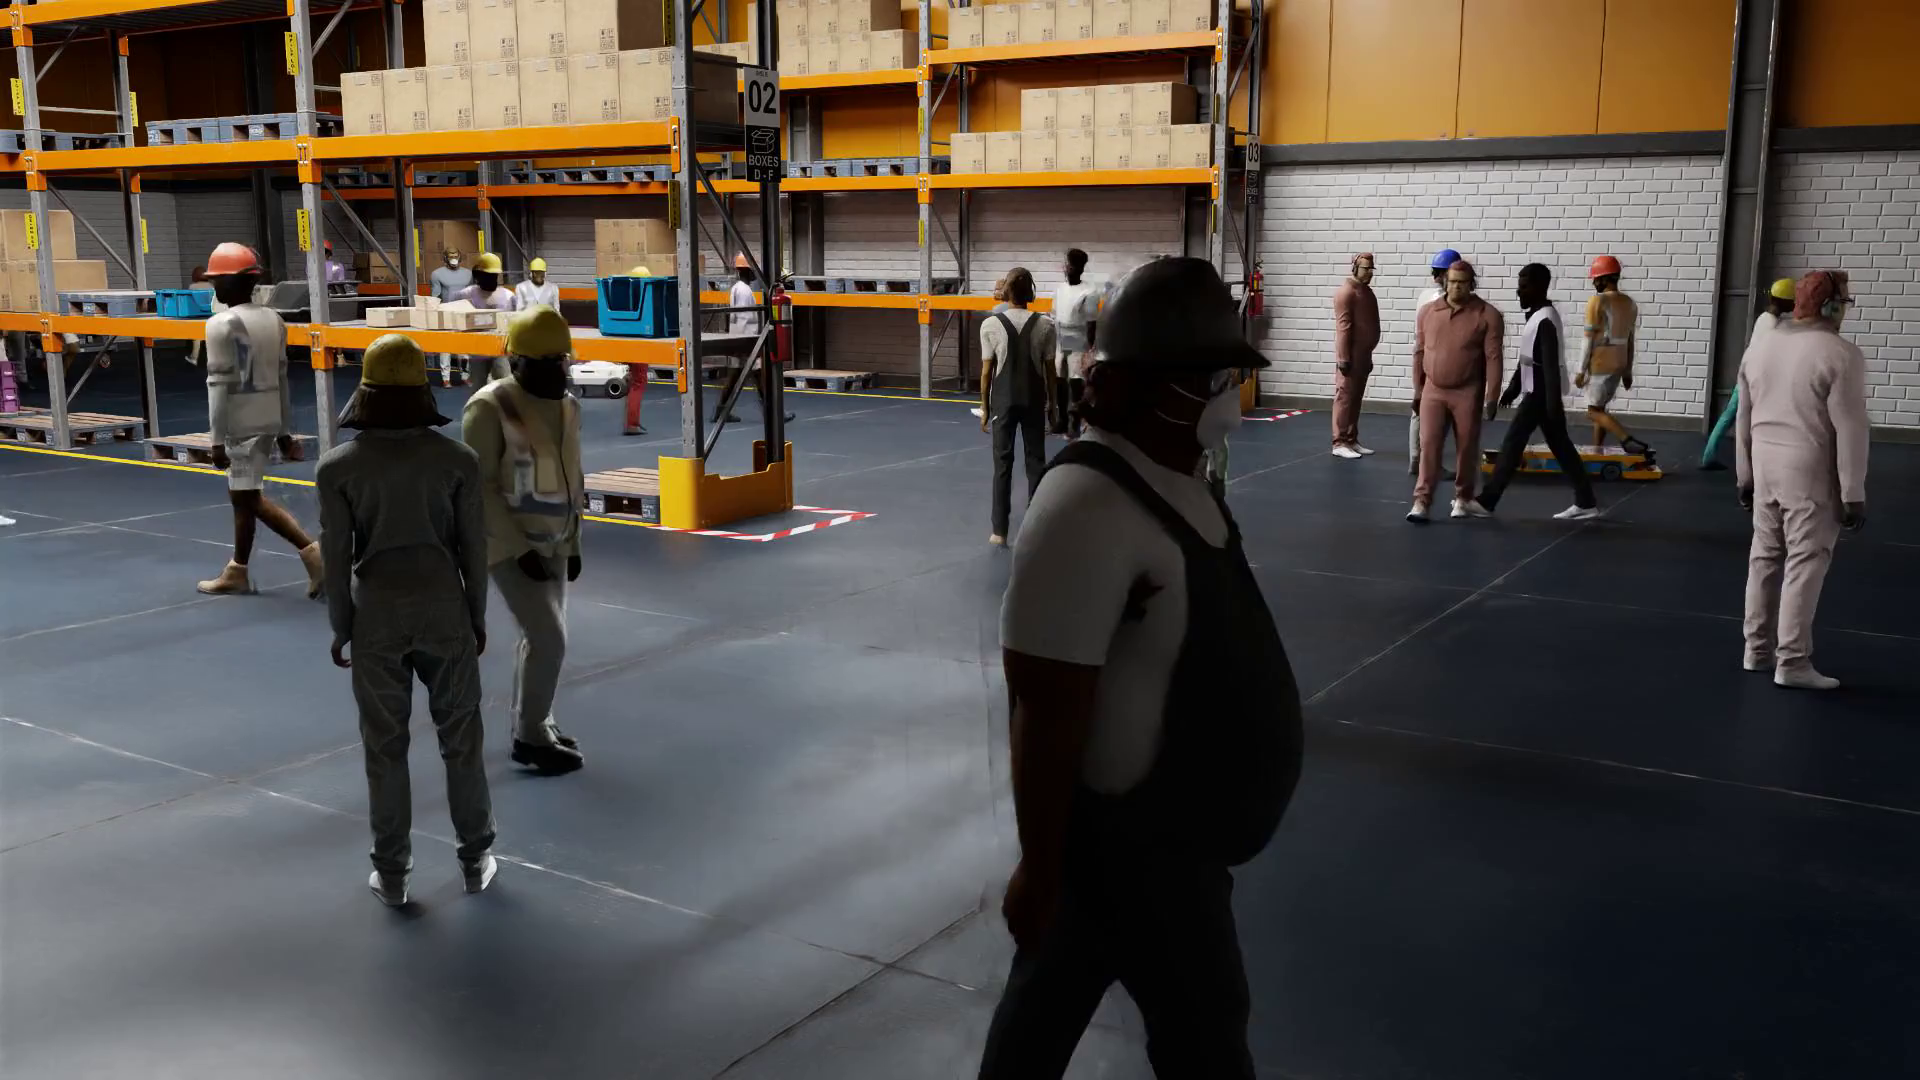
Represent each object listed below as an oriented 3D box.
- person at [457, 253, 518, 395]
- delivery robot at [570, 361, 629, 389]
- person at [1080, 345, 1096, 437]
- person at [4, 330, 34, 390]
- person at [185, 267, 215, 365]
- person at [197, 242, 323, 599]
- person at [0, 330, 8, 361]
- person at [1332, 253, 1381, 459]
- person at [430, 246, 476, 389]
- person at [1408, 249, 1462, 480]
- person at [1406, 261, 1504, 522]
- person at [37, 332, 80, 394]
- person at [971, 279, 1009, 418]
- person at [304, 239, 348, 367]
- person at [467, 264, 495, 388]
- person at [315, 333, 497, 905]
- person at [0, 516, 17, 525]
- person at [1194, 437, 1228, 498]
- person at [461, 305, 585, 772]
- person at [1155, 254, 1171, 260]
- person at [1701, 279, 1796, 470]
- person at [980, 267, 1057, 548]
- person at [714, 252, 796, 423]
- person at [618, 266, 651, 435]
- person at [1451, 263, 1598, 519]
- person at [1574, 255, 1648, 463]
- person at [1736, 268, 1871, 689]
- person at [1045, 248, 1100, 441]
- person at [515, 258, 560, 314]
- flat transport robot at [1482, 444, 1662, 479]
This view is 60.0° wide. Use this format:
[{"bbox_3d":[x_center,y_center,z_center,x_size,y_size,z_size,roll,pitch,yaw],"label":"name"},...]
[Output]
[{"bbox_3d":[-4.477,-1.774,15.890,0.613,1.891,0.885,-5,12,-28],"label":"person"},{"bbox_3d":[-4.629,-2.145,21.365,0.707,0.478,0.477,0,10,-1],"label":"delivery robot"},{"bbox_3d":[0.681,-0.015,6.942,0.854,1.599,0.535,6,12,30],"label":"person"},{"bbox_3d":[-12.923,-2.967,22.436,0.688,1.914,0.647,7,12,32],"label":"person"},{"bbox_3d":[-12.131,-3.570,26.631,0.858,1.585,0.524,8,13,36],"label":"person"},{"bbox_3d":[-3.913,-0.646,9.302,0.915,2.018,0.614,2,10,11],"label":"person"},{"bbox_3d":[-12.278,-2.742,20.944,0.612,1.997,0.375,0,10,0],"label":"person"},{"bbox_3d":[3.726,-1.725,15.570,0.399,1.905,0.642,7,12,34],"label":"person"},{"bbox_3d":[-6.922,-3.046,22.793,0.634,1.937,0.355,-7,12,-34],"label":"person"},{"bbox_3d":[4.060,-1.490,14.159,0.405,1.941,0.608,-1,10,-5],"label":"person"},{"bbox_3d":[3.536,-1.055,11.935,0.671,1.867,0.822,6,12,30],"label":"person"},{"bbox_3d":[-11.872,-2.867,21.842,0.408,1.919,0.574,6,12,30],"label":"person"},{"bbox_3d":[0.515,-2.136,18.711,0.879,1.585,0.517,9,14,41],"label":"person"},{"bbox_3d":[-10.093,-3.770,26.516,0.615,2.041,0.391,-3,11,-14],"label":"person"},{"bbox_3d":[-6.574,-2.943,22.886,0.322,1.697,0.535,7,12,34],"label":"person"},{"bbox_3d":[-1.688,0.245,5.096,0.487,1.744,0.312,-4,11,-20],"label":"person"},{"bbox_3d":[-7.085,-0.996,11.690,0.584,1.856,0.514,-1,10,-7],"label":"person"},{"bbox_3d":[1.083,-0.298,8.437,0.543,1.609,0.687,2,10,10],"label":"person"},{"bbox_3d":[-1.624,0.012,6.292,0.524,1.782,0.627,4,11,22],"label":"person"},{"bbox_3d":[2.260,-2.204,18.335,0.328,1.865,0.521,4,11,21],"label":"person"},{"bbox_3d":[6.900,-1.402,14.376,0.819,1.692,0.551,2,10,11],"label":"person"},{"bbox_3d":[0.385,-0.859,10.934,0.507,1.846,0.344,0,10,0],"label":"person"},{"bbox_3d":[-2.322,-2.223,18.384,0.903,1.892,0.564,-3,11,-14],"label":"person"},{"bbox_3d":[-3.345,-1.967,17.357,0.537,1.748,0.547,9,14,42],"label":"person"},{"bbox_3d":[4.169,-1.061,12.032,1.032,1.858,0.586,4,11,20],"label":"person"},{"bbox_3d":[5.626,-1.495,14.312,0.539,1.906,0.772,-7,12,-32],"label":"person"},{"bbox_3d":[3.843,-0.280,7.570,0.402,1.906,0.652,-3,11,-18],"label":"person"},{"bbox_3d":[1.120,-1.970,16.870,0.367,1.947,0.685,-8,13,-37],"label":"person"},{"bbox_3d":[-5.631,-2.860,22.194,0.582,1.795,0.945,-2,10,-12],"label":"person"},{"bbox_3d":[5.259,-0.688,14.350,1.431,0.197,0.652,3,11,17],"label":"flat transport robot"}]
